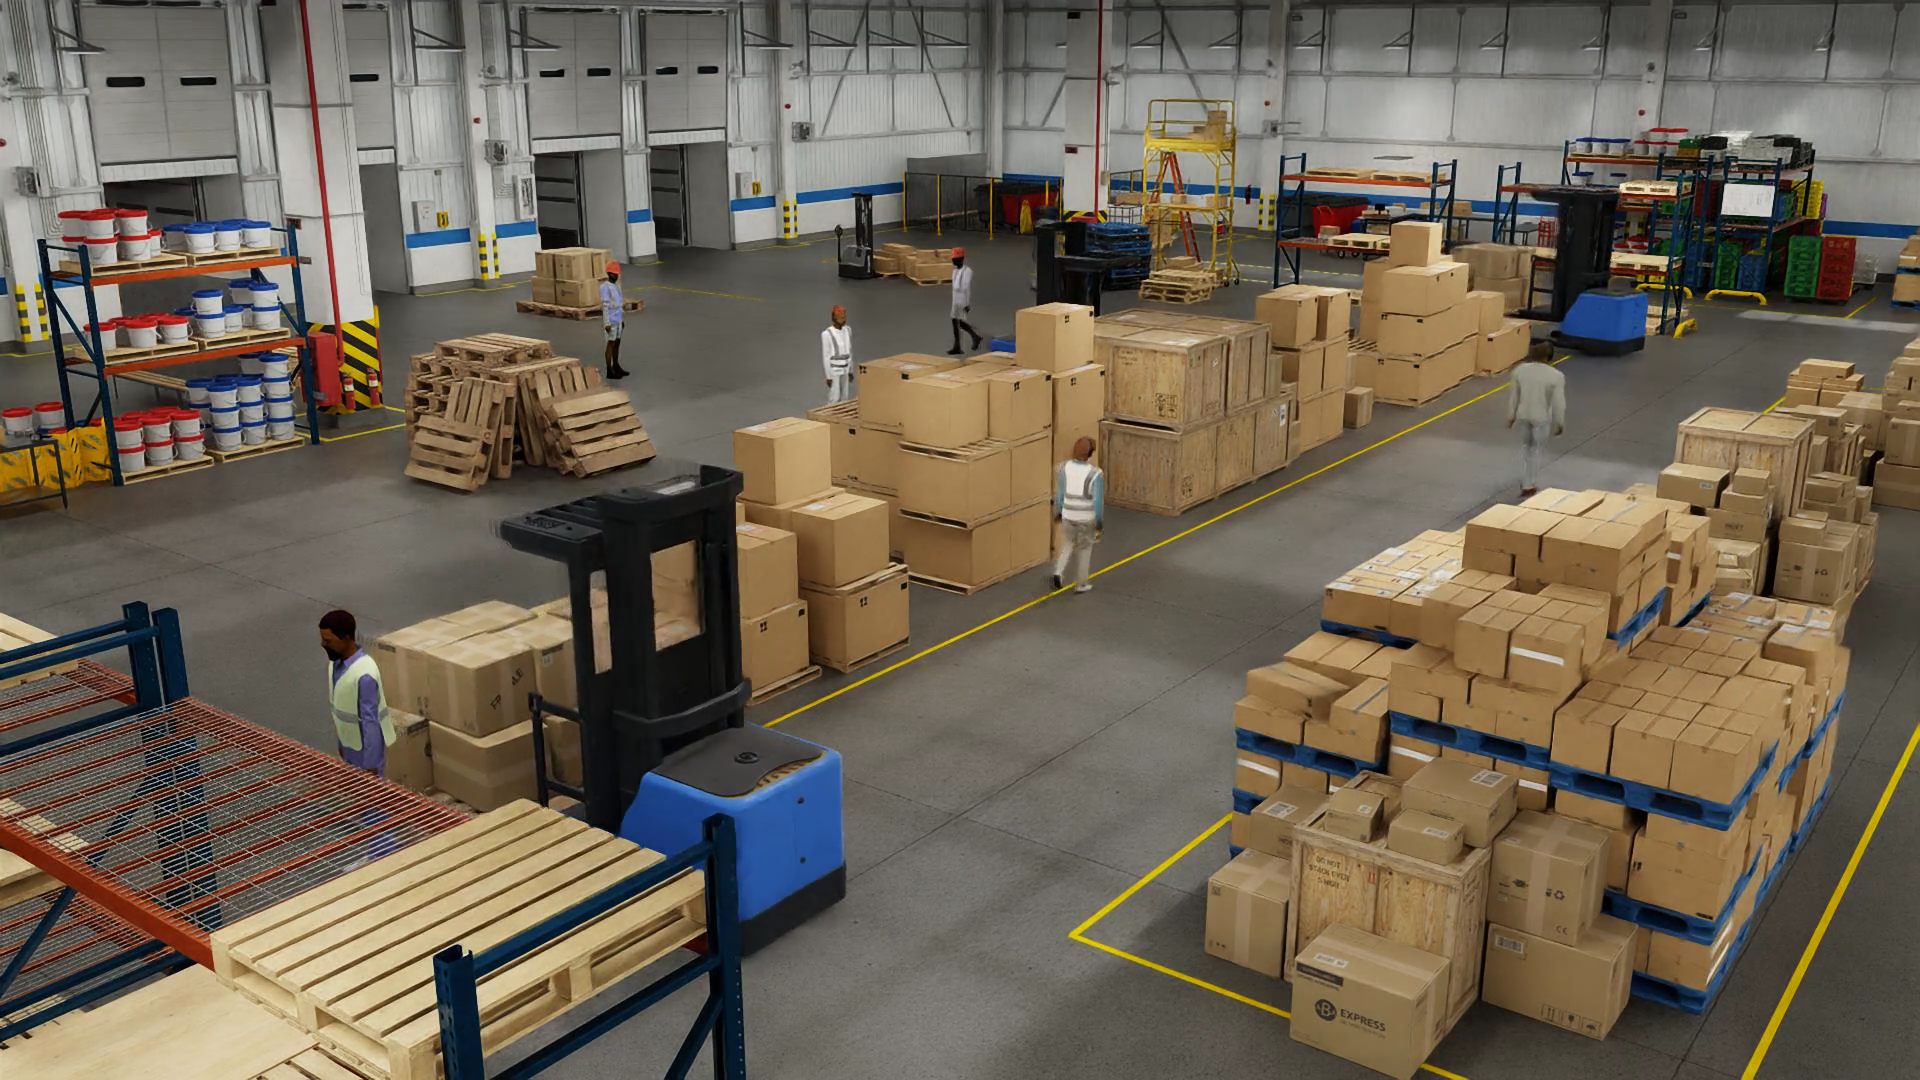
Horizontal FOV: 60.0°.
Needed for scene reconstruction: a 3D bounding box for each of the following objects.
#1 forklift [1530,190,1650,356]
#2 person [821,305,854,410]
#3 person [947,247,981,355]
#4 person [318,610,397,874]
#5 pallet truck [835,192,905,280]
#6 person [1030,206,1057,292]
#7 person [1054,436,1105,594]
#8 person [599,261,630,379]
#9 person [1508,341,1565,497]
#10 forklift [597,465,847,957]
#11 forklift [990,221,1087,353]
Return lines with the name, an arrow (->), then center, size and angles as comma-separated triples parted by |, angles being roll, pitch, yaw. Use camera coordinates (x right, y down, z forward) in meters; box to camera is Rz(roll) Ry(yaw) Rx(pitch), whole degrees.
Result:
forklift -> 11.275, -4.813, 29.712 | 1.129, 2.768, 1.873 | -13, 21, -36
person -> -1.705, -2.347, 23.262 | 0.357, 1.877, 0.581 | 11, 20, 31
person -> 0.050, -4.235, 29.437 | 0.543, 1.914, 0.559 | -11, 20, -32
person -> -3.944, 1.357, 10.948 | 0.412, 1.907, 0.596 | -13, 21, -36
pallet truck -> -1.936, -7.159, 38.982 | 1.885, 1.965, 0.823 | -12, 21, -34
person -> 1.881, -6.356, 36.512 | 0.630, 1.900, 0.944 | -8, 18, -24
person -> 1.184, -0.230, 16.658 | 0.539, 1.623, 0.429 | 11, 20, 32
person -> -5.678, -3.627, 27.400 | 0.371, 1.930, 0.551 | 5, 17, 15
person -> 7.098, -1.493, 20.352 | 0.668, 1.916, 0.658 | -15, 23, -41
forklift -> -1.755, 0.970, 10.562 | 1.873, 2.768, 1.129 | 12, 21, 35
forklift -> 1.461, -3.273, 24.613 | 1.873, 2.768, 1.129 | 12, 21, 35
